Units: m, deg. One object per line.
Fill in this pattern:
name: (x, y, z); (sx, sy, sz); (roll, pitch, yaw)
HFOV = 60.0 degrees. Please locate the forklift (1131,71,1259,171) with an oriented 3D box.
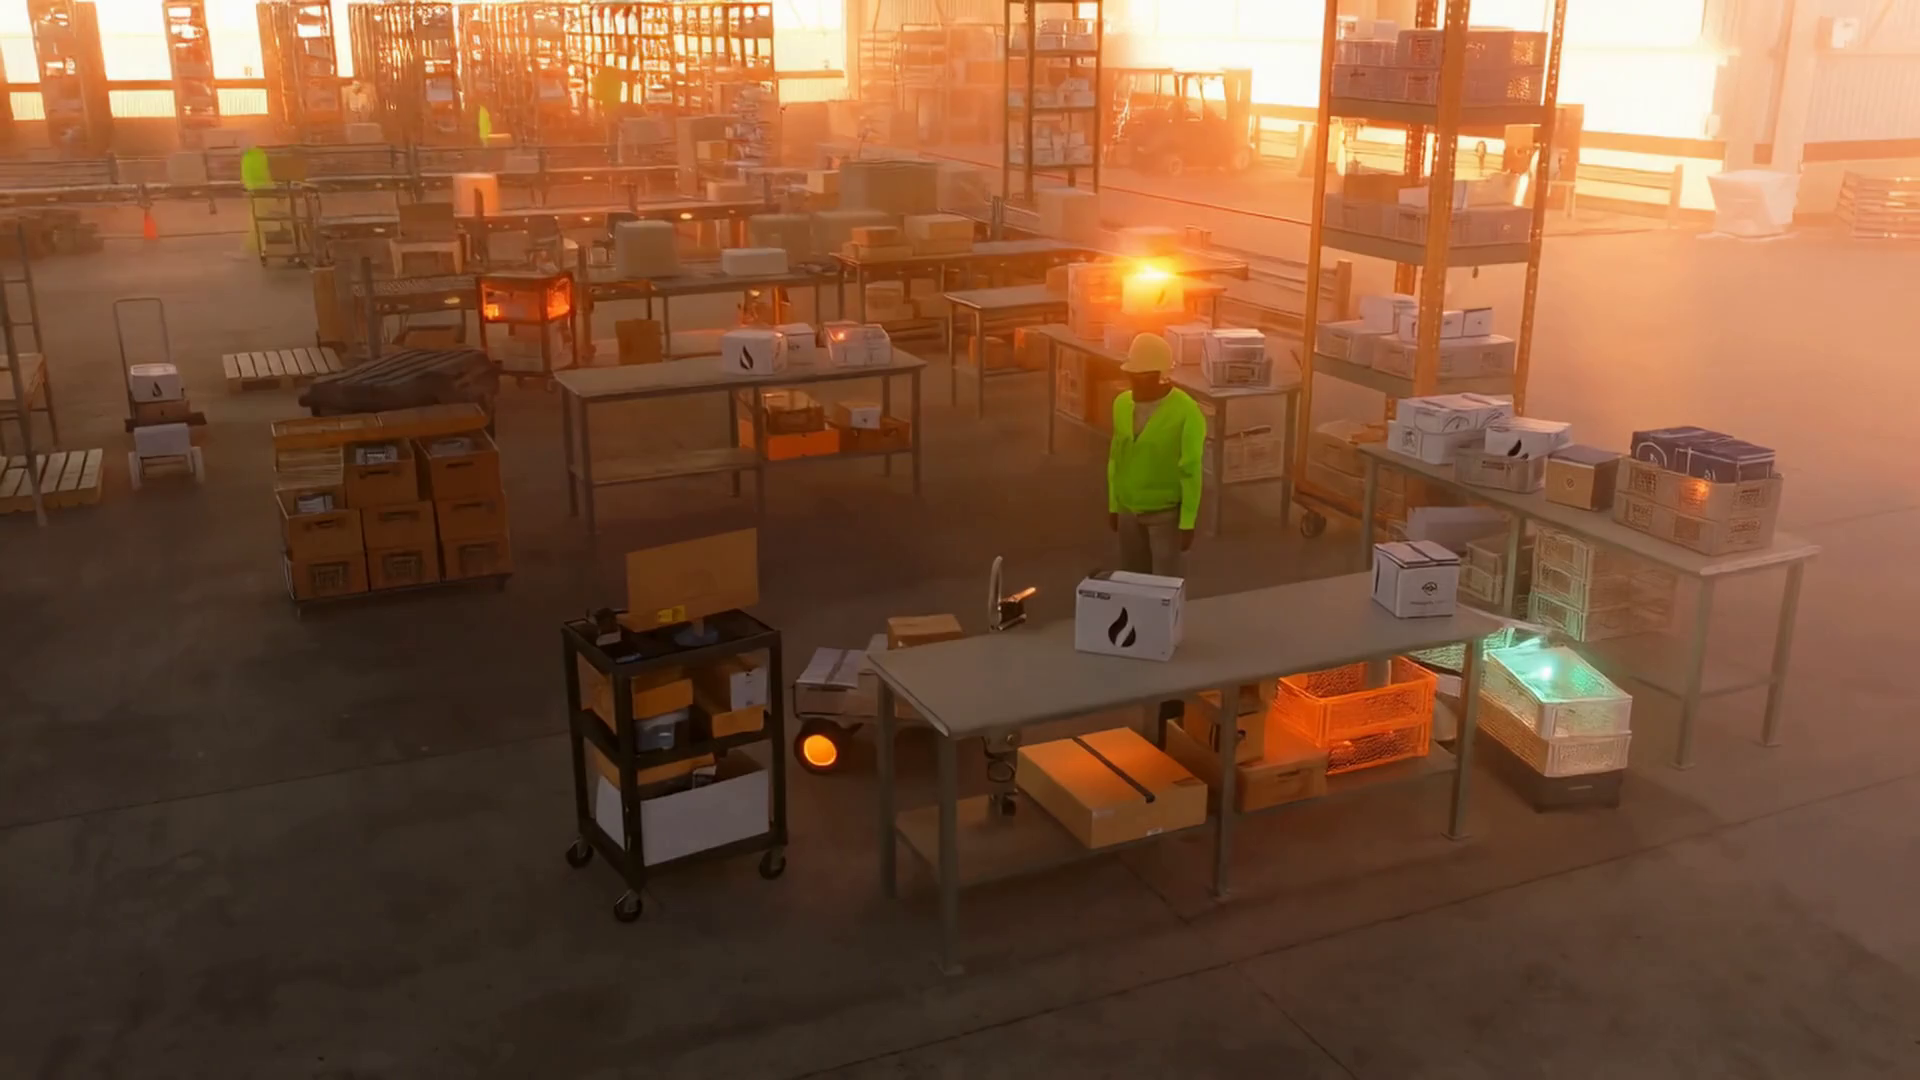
forklift: (4.998, -8.936, 35.413); (2.680, 1.987, 1.157); (-9, 20, -25)

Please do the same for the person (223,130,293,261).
person: (-9.846, -4.850, 23.392); (1.160, 1.798, 0.659); (-10, 20, -30)

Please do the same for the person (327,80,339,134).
person: (-17.699, -12.369, 46.778); (0.700, 1.982, 0.422); (15, 23, 40)

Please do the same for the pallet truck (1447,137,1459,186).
pallet truck: (9.184, -6.485, 29.328); (1.630, 1.274, 0.653); (-8, 19, -23)

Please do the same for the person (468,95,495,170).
person: (-9.787, -8.223, 34.079); (0.601, 1.737, 0.548); (-4, 18, -14)

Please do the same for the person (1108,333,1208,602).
person: (0.982, -0.171, 8.605); (0.403, 1.820, 0.594); (-16, 24, -41)

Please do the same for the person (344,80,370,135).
person: (-14.518, -10.165, 40.104); (0.593, 1.807, 0.757); (-6, 18, -17)

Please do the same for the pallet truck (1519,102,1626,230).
pallet truck: (9.972, -6.037, 26.785); (1.885, 1.965, 0.823); (-9, 20, -25)

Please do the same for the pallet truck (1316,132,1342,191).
pallet truck: (7.723, -7.504, 32.656); (1.601, 1.201, 0.680); (-8, 19, -23)

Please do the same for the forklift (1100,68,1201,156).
forklift: (4.082, -9.564, 37.410); (2.680, 1.987, 1.157); (-8, 19, -23)

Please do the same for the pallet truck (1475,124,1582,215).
pallet truck: (9.707, -6.455, 28.103); (1.885, 1.965, 0.823); (-7, 19, -20)

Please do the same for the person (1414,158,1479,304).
person: (4.756, -2.751, 16.420); (0.718, 1.994, 0.930); (7, 19, 21)

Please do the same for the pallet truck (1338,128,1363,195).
pallet truck: (7.845, -7.140, 31.411); (1.522, 1.261, 0.704); (-9, 20, -25)

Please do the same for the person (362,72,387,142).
person: (-15.796, -11.543, 44.405); (0.706, 1.822, 0.575); (-8, 19, -23)
